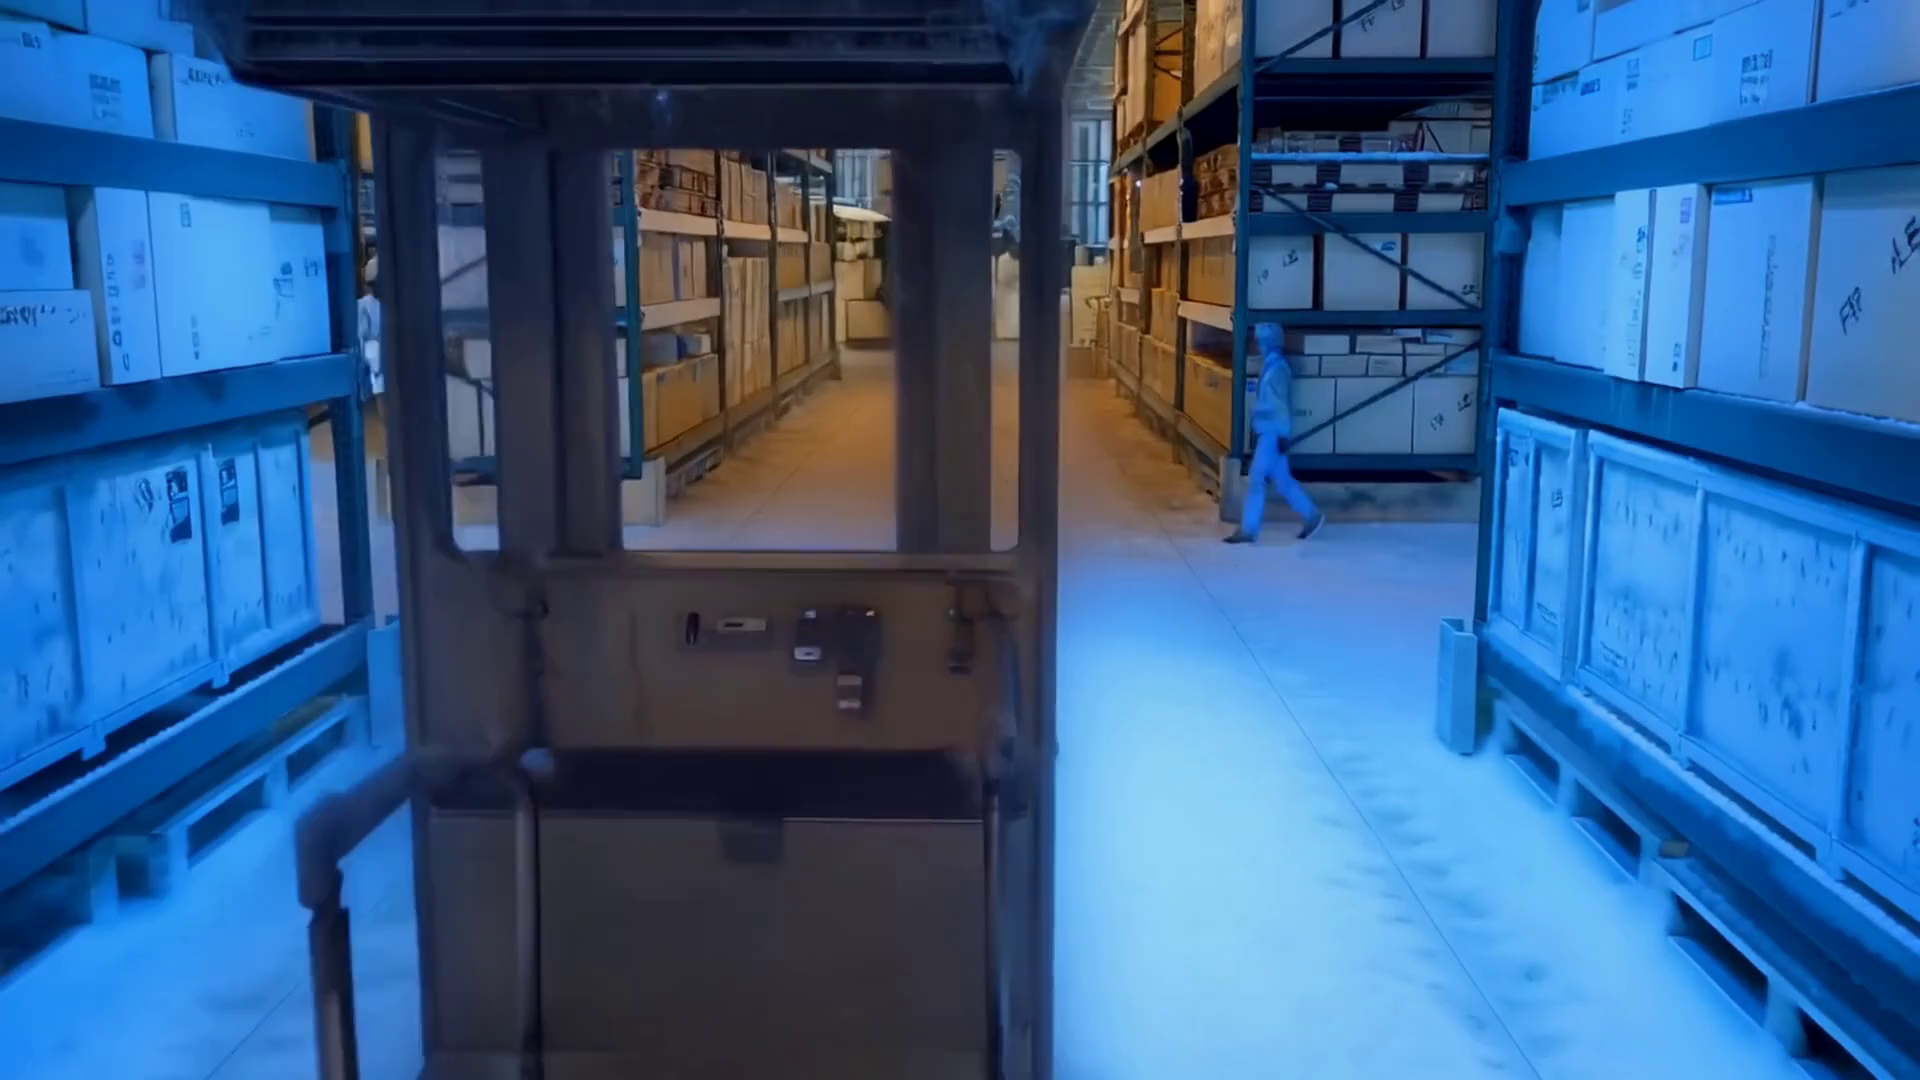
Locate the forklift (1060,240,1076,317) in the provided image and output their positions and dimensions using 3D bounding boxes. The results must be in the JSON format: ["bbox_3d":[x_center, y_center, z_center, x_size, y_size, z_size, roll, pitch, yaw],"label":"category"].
[{"bbox_3d":[3.800,-9.398,59.853,1.873,2.768,1.129,6,11,32],"label":"forklift"}]

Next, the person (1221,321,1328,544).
[{"bbox_3d":[2.301,-0.769,11.962,0.757,1.609,0.514,1,9,4],"label":"person"}]

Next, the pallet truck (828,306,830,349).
[{"bbox_3d":[-3.100,-3.940,29.800,1.885,1.965,0.823,3,10,19],"label":"pallet truck"}]

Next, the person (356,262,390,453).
[{"bbox_3d":[-5.980,-1.862,17.280,0.606,2.024,0.428,-1,10,-8],"label":"person"}]

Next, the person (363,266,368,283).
[{"bbox_3d":[-19.531,-8.092,54.963,0.435,1.911,0.643,-6,11,-31],"label":"person"}]

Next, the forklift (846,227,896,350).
[{"bbox_3d":[-1.668,-5.801,38.313,1.873,2.768,1.129,0,9,1],"label":"forklift"}]

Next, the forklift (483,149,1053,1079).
[{"bbox_3d":[-0.375,0.078,3.098,1.129,2.768,1.873,0,9,1],"label":"forklift"}]
